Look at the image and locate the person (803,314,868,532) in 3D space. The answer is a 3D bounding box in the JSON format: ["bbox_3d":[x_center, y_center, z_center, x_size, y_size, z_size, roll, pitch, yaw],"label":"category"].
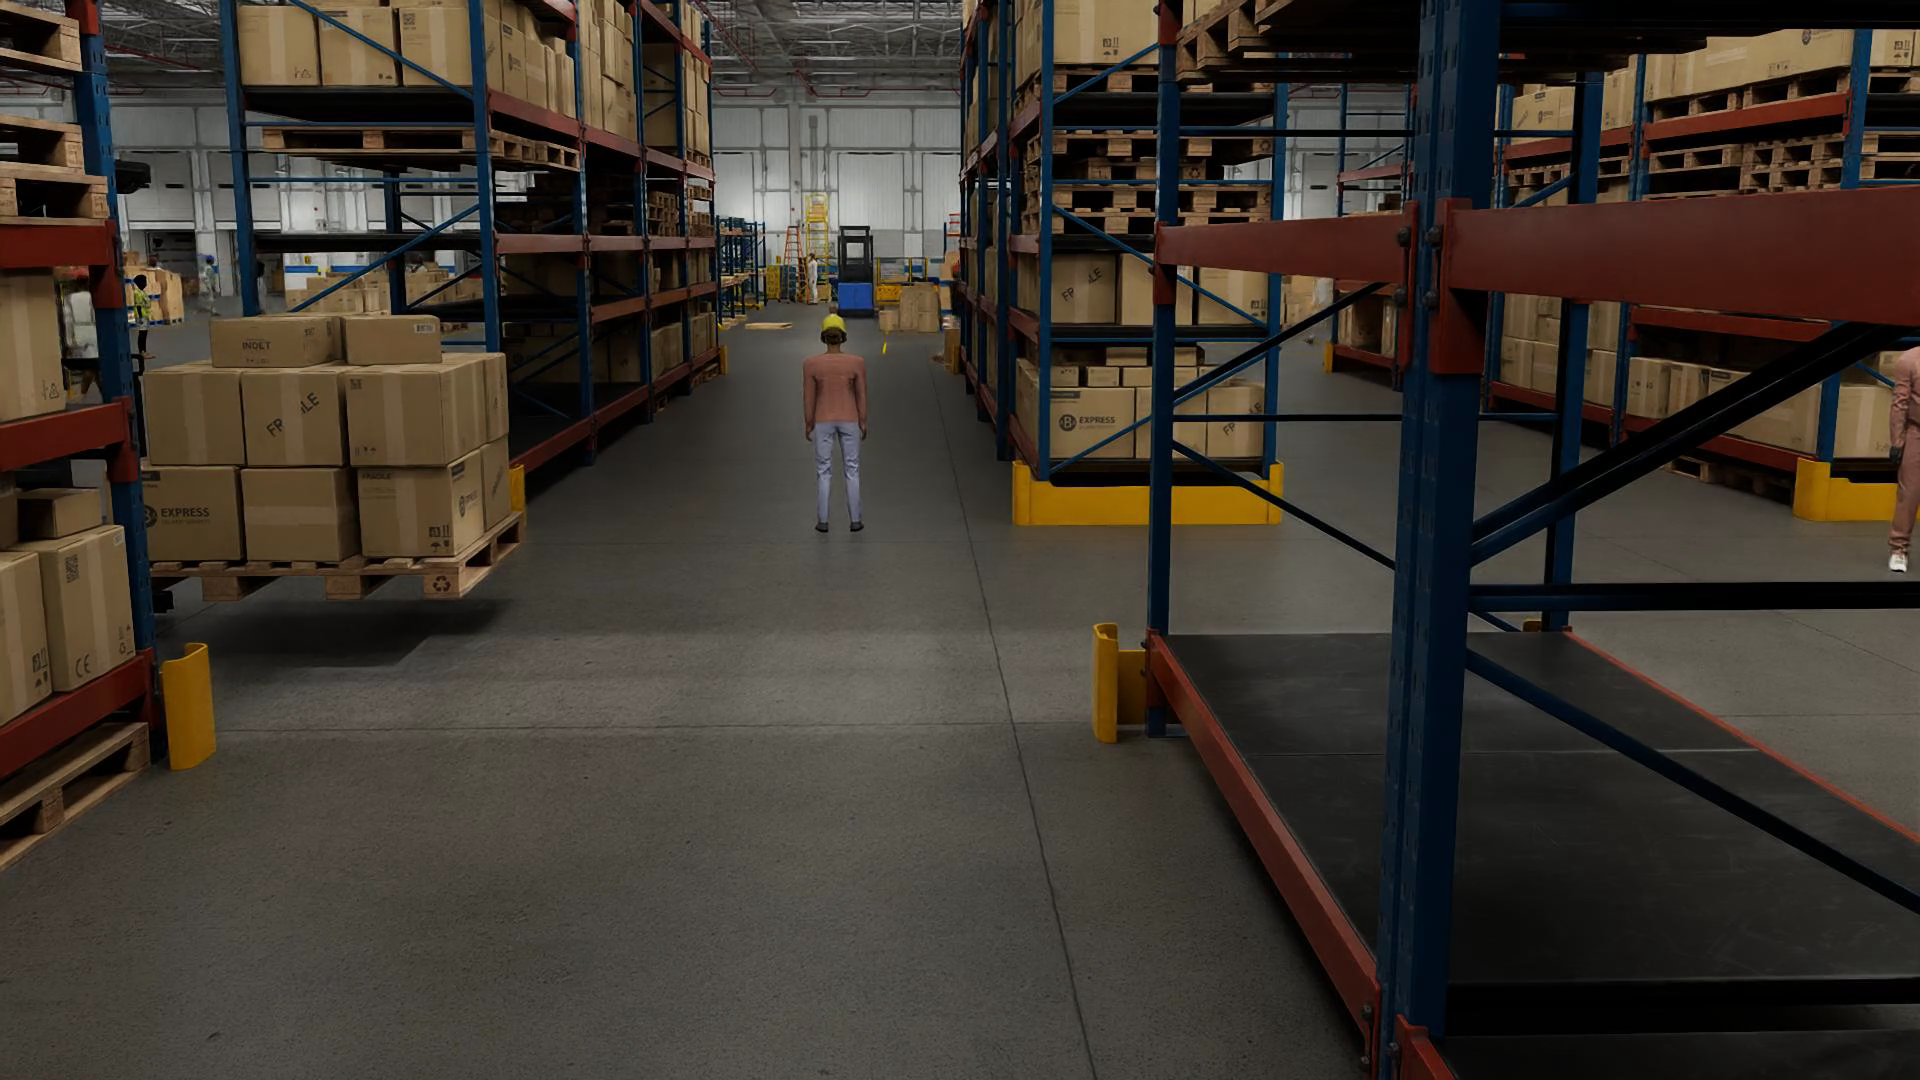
[{"bbox_3d":[-1.002,-0.938,13.448,0.522,1.770,0.310,-1,10,-5],"label":"person"}]

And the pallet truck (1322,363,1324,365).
[{"bbox_3d":[7.712,-4.157,30.737,1.885,1.965,0.823,3,11,16],"label":"pallet truck"}]

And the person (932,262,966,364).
[{"bbox_3d":[-0.058,-4.363,32.046,1.020,1.936,0.641,-8,13,-37],"label":"person"}]

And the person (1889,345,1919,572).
[{"bbox_3d":[6.921,-0.696,11.739,0.647,1.898,0.395,4,11,22],"label":"person"}]

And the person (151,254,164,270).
[{"bbox_3d":[-32.600,-10.727,67.793,0.807,1.842,0.536,5,11,24],"label":"person"}]

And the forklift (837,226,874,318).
[{"bbox_3d":[-3.207,-8.218,50.902,1.129,2.768,1.873,0,10,-2],"label":"forklift"}]

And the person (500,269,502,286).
[{"bbox_3d":[-16.478,-9.170,58.913,0.602,1.903,0.727,8,13,39],"label":"person"}]

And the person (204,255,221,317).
[{"bbox_3d":[-23.431,-7.955,52.053,0.424,1.934,0.641,-7,12,-34],"label":"person"}]

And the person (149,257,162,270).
[{"bbox_3d":[-24.545,-7.696,50.781,0.584,1.878,0.337,7,12,33],"label":"person"}]

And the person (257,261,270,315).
[{"bbox_3d":[-15.510,-5.235,36.976,1.012,1.906,0.632,0,10,-1],"label":"person"}]

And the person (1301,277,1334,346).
[{"bbox_3d":[8.141,-5.328,37.554,1.012,1.884,0.659,-3,11,-17],"label":"person"}]

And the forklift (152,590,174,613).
[{"bbox_3d":[-5.858,-0.811,9.639,1.873,2.768,1.129,-1,10,-3],"label":"forklift"}]

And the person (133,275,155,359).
[{"bbox_3d":[-16.402,-4.474,33.372,0.319,1.690,0.529,-3,11,-15],"label":"person"}]

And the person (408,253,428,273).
[{"bbox_3d":[-15.373,-7.153,47.306,0.696,2.000,0.679,6,12,31],"label":"person"}]

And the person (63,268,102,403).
[{"bbox_3d":[-12.179,-2.802,23.266,0.642,1.987,1.093,0,10,2],"label":"person"}]

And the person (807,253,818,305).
[{"bbox_3d":[-5.451,-9.633,61.409,0.372,1.940,0.630,-3,11,-19],"label":"person"}]
